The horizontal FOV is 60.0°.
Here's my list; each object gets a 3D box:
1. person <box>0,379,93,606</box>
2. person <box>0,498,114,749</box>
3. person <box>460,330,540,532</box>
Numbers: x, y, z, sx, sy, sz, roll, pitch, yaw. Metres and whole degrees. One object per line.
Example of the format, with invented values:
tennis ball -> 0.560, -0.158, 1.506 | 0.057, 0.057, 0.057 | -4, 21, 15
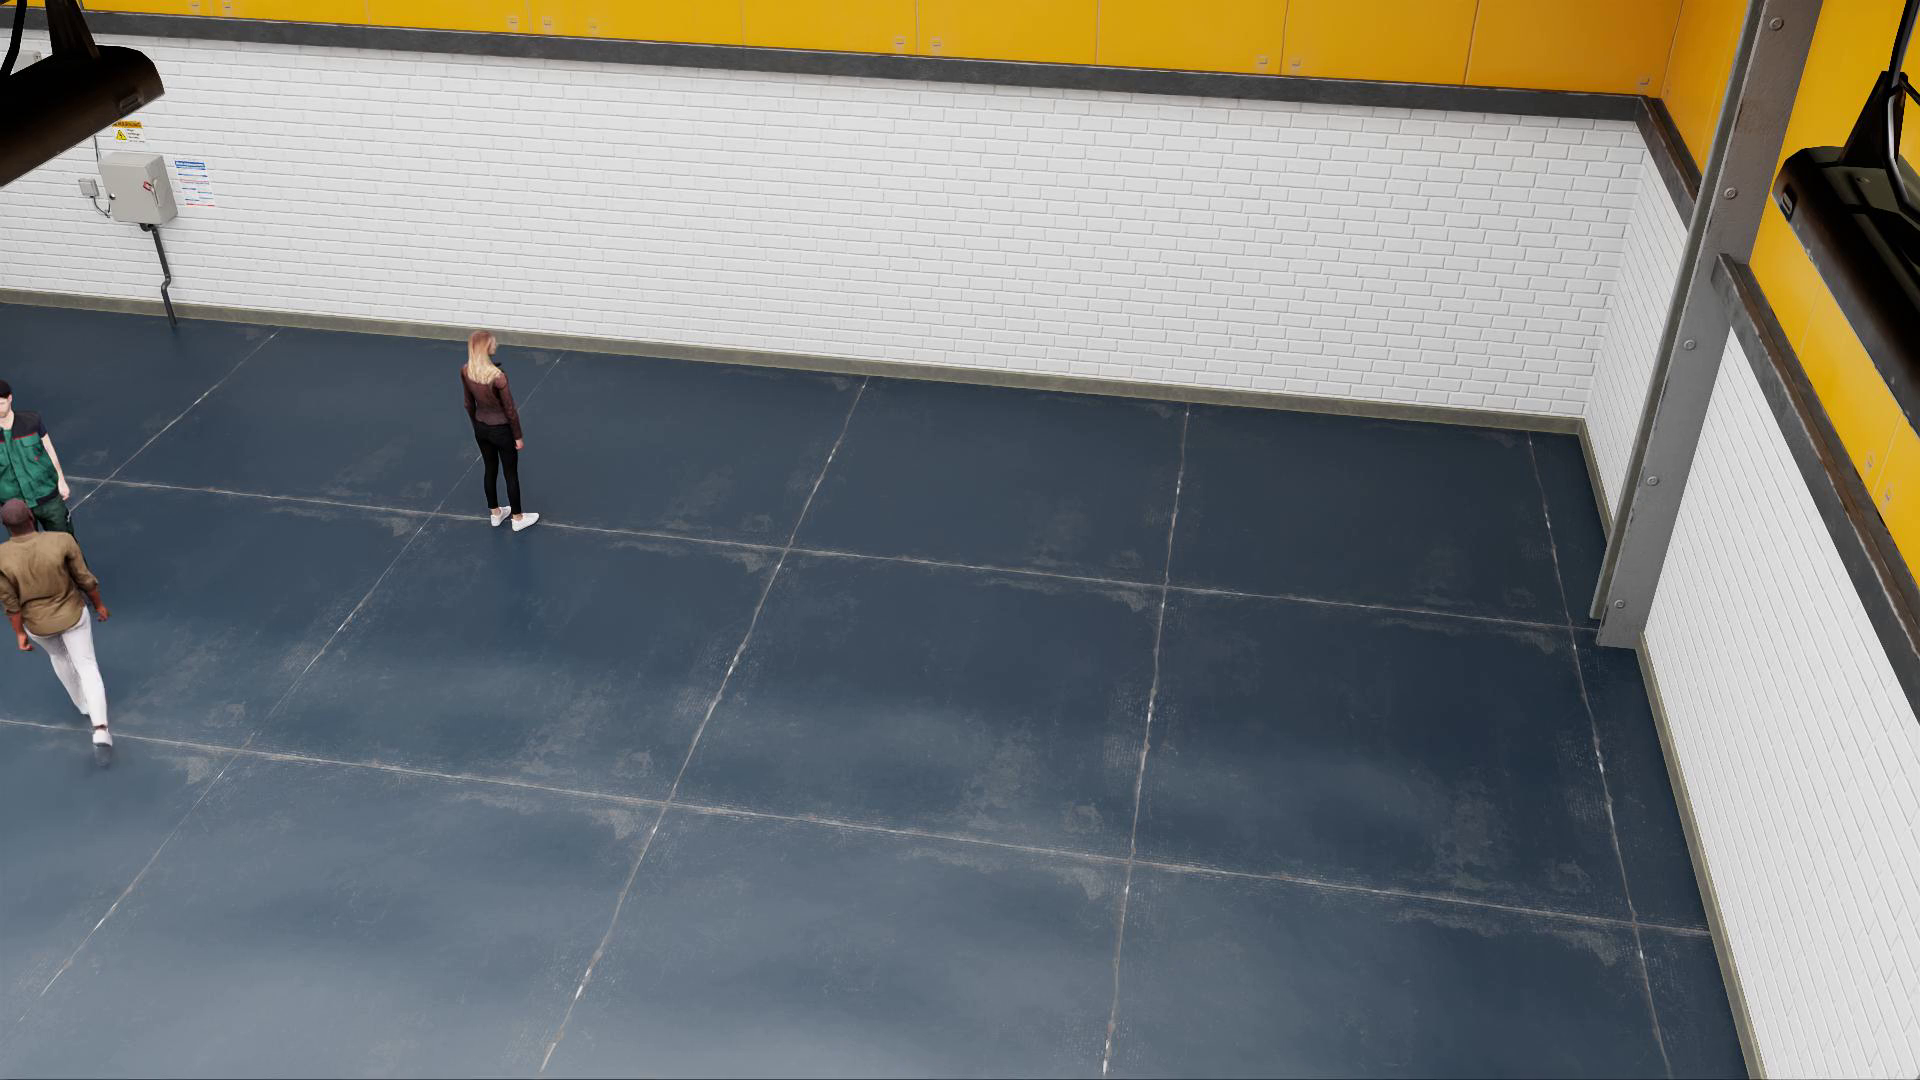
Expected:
person -> -6.777, -0.329, 12.099 | 0.757, 1.900, 0.809 | -20, 38, -27
person -> -5.872, 0.571, 10.837 | 1.134, 1.797, 1.260 | -15, 36, -21
person -> -3.659, -0.857, 13.071 | 0.658, 1.702, 0.592 | 15, 36, 21
